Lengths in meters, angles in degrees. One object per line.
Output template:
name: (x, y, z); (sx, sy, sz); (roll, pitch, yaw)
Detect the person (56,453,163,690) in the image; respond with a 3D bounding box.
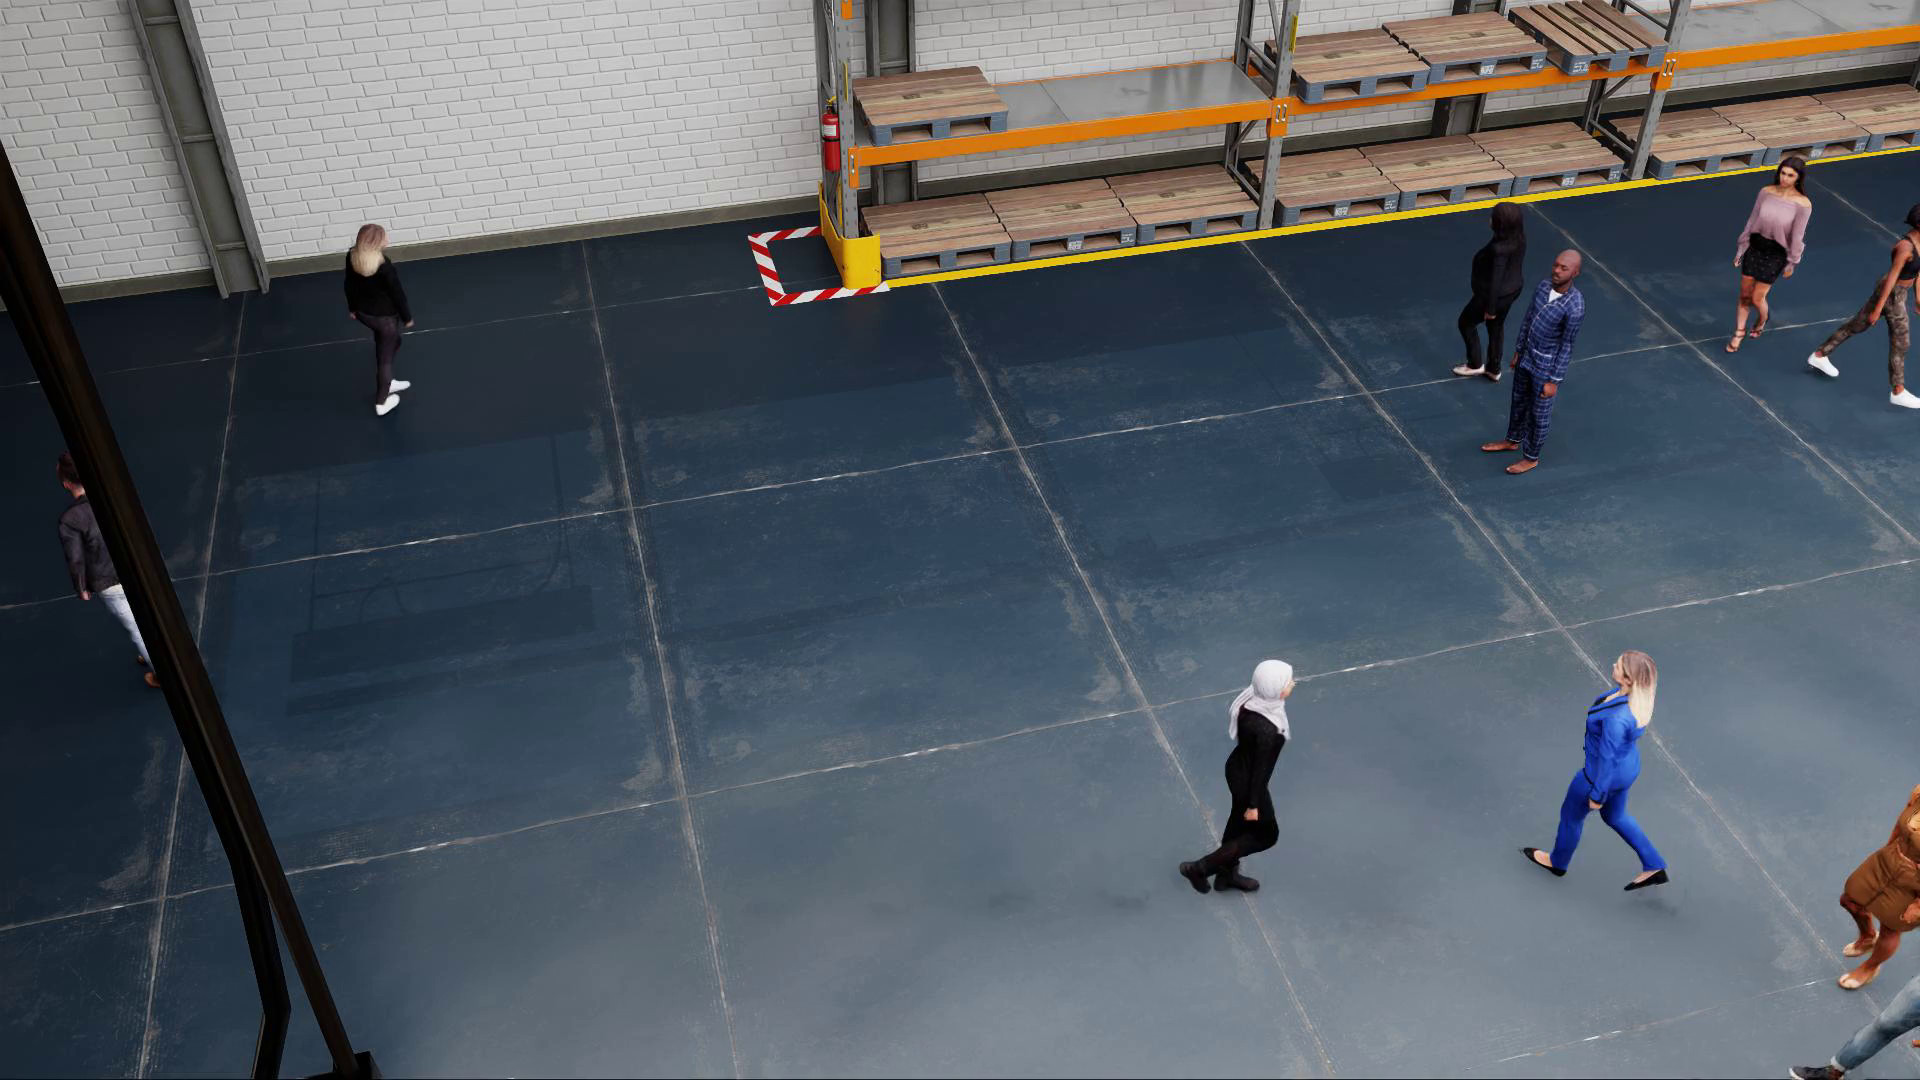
person: (-5.168, 0.242, 10.348); (0.860, 1.825, 0.815); (15, 41, 18)

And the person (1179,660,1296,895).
person: (1.487, 1.333, 9.026); (0.807, 1.771, 0.714); (-1, 39, -2)

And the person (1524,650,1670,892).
person: (3.643, 1.327, 9.112); (1.054, 1.673, 1.052); (23, 44, 26)

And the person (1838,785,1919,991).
person: (4.953, 1.744, 8.585); (0.598, 1.679, 0.563); (-9, 39, -11)

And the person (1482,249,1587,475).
person: (4.317, -1.342, 12.338); (0.629, 1.817, 0.677); (-14, 41, -17)

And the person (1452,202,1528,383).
person: (4.352, -1.932, 13.255); (0.858, 1.595, 0.791); (23, 44, 26)

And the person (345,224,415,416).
person: (-4.554, -1.696, 12.918); (0.806, 1.646, 0.856); (12, 40, 15)

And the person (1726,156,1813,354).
person: (6.621, -2.328, 13.589); (0.828, 1.798, 0.767); (-26, 45, -28)

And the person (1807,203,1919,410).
person: (7.287, -1.920, 13.197); (1.081, 1.649, 1.156); (28, 47, 31)
